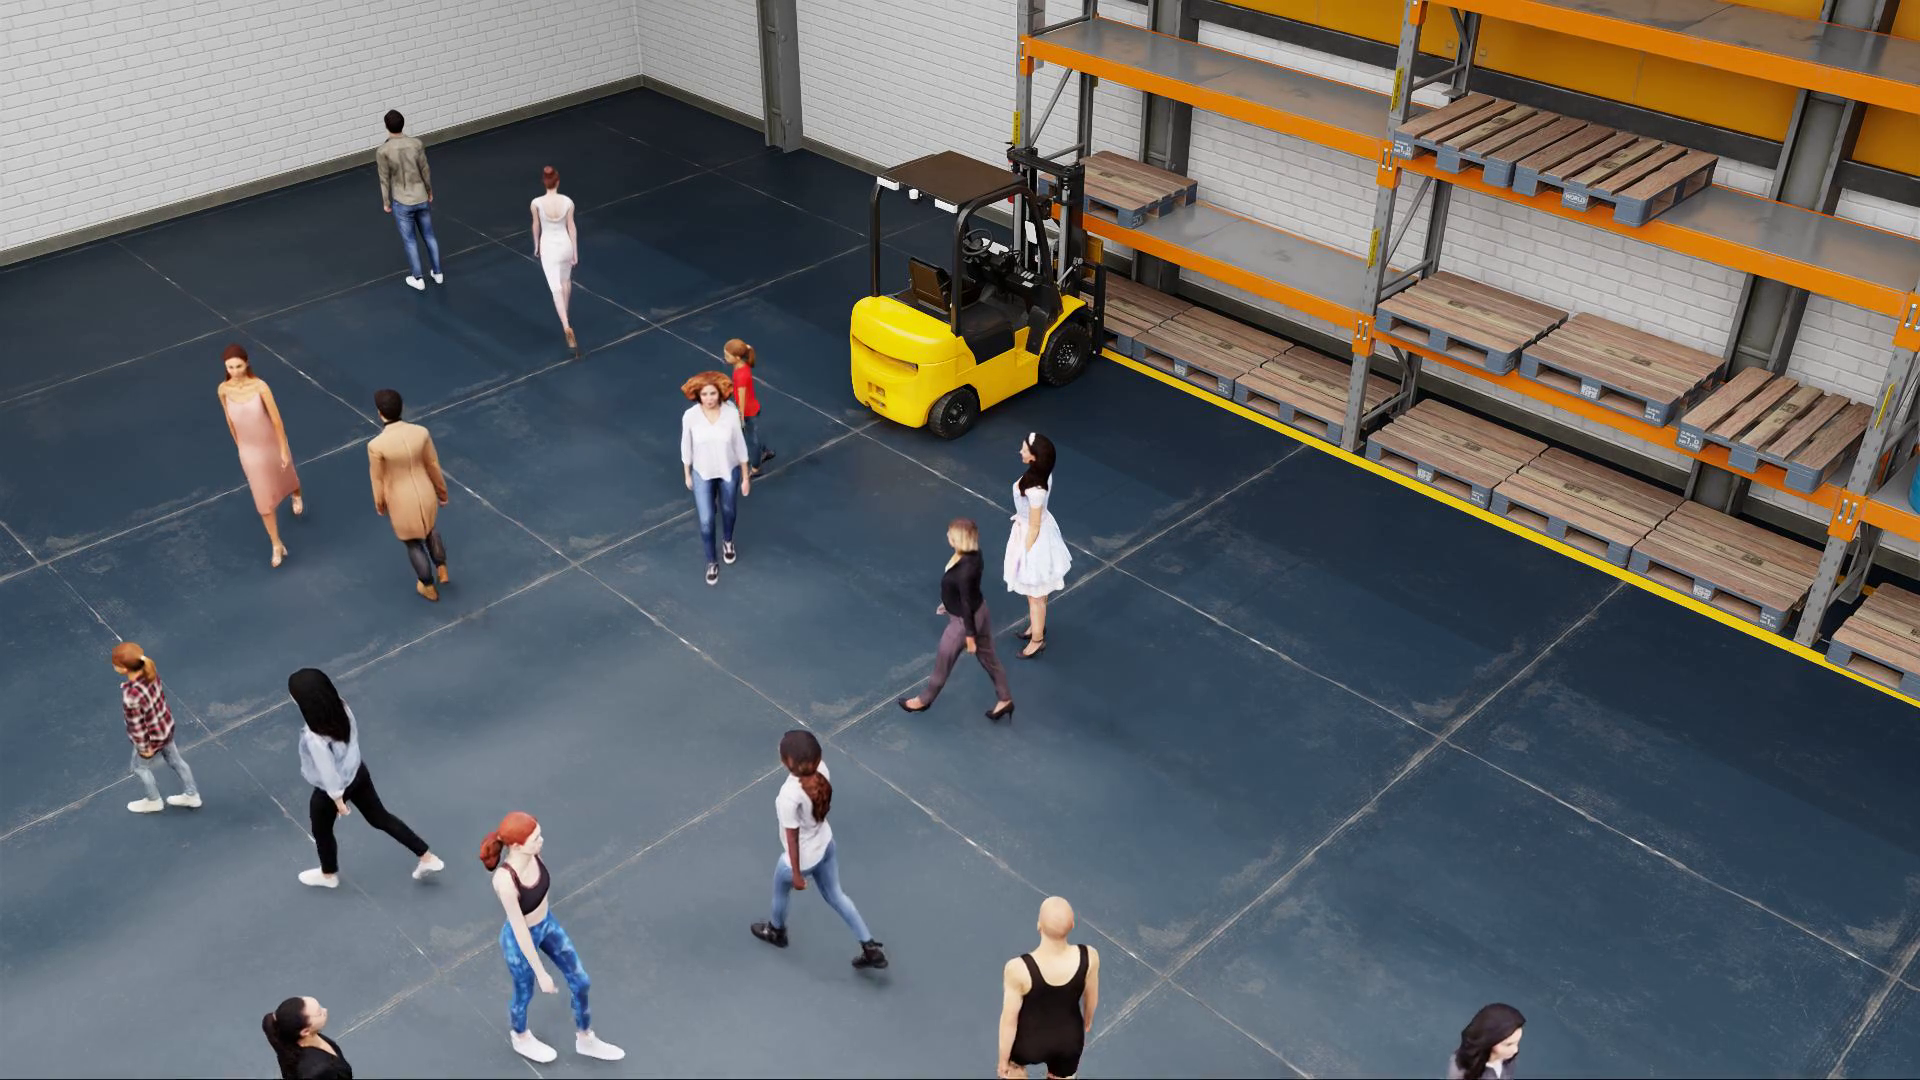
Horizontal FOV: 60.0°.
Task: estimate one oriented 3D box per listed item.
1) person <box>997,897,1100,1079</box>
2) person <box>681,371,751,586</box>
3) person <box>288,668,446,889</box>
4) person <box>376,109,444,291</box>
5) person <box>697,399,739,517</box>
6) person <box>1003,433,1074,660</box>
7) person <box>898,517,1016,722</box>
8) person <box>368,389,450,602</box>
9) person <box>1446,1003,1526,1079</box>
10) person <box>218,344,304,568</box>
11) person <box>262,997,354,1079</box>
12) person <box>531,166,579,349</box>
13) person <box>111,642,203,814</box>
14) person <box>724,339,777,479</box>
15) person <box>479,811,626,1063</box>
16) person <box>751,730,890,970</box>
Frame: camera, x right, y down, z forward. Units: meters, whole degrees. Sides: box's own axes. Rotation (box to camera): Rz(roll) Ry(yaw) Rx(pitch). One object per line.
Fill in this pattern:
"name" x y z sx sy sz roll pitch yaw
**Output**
"person" 0.450 2.503 8.093 0.902 1.794 0.981 -8 34 -12
"person" -1.881 -0.583 12.823 0.909 1.696 0.994 -5 34 -8
"person" -3.554 1.438 9.800 1.182 1.676 1.075 3 34 4
"person" -5.630 -3.482 17.032 0.722 1.864 0.608 -25 41 -32
"person" -1.950 -0.830 13.623 0.893 1.222 0.912 4 34 6
"person" 0.526 0.042 11.773 0.910 1.818 0.857 4 34 5
"person" 0.151 0.587 11.125 1.110 1.627 0.933 6 34 9
"person" -4.047 -0.283 12.365 0.655 1.704 0.665 -27 42 -35
"person" 2.273 2.746 7.786 0.842 1.728 1.201 -15 37 -21
"person" -5.405 -0.745 12.977 1.037 1.795 1.183 -5 34 -7
"person" -3.014 2.783 7.769 0.713 1.685 0.581 -20 38 -27
"person" -3.853 -2.665 15.909 0.923 1.746 1.203 -10 35 -15
"person" -5.039 1.202 10.501 0.792 1.293 0.726 3 34 4
"person" -1.714 -1.105 13.966 0.689 1.300 0.638 -7 34 -10
"person" -2.325 2.106 8.716 0.970 1.764 0.821 11 35 16
"person" -0.768 1.774 9.289 1.204 1.683 0.845 16 37 22
